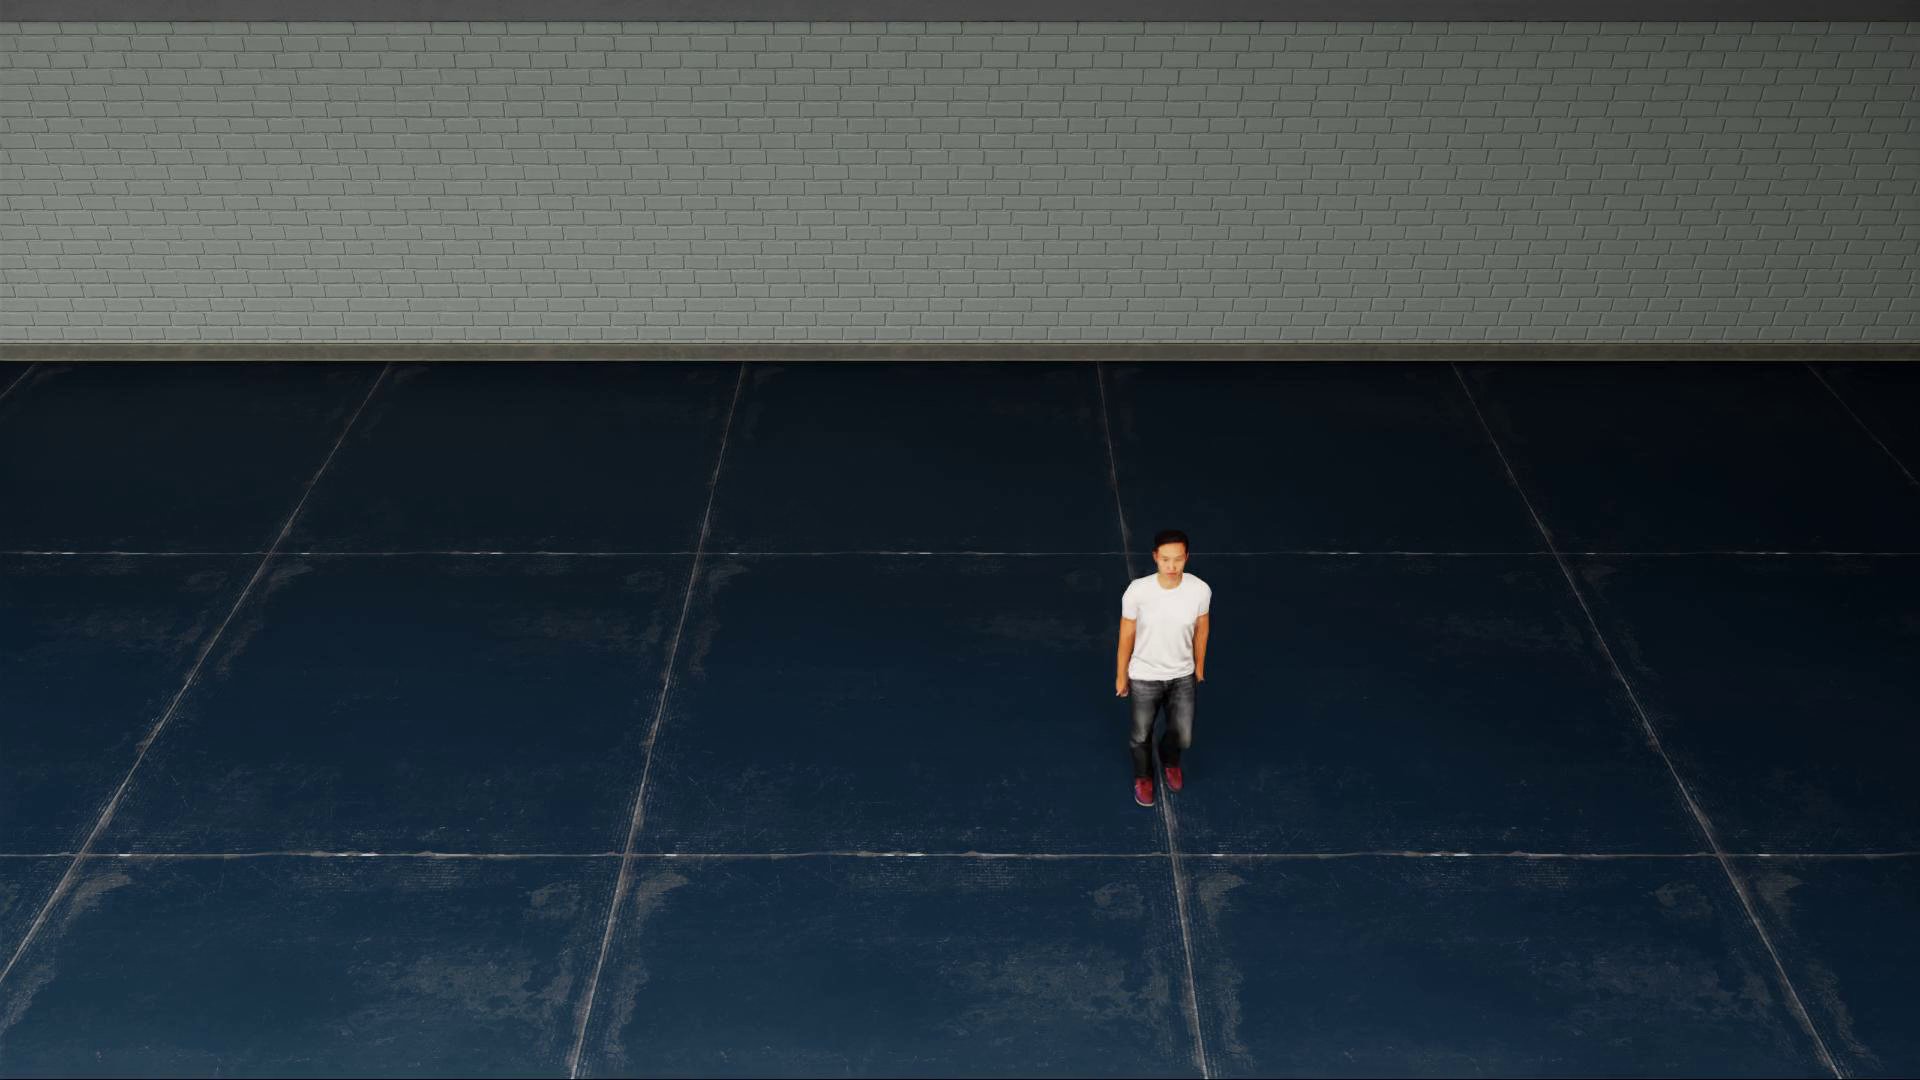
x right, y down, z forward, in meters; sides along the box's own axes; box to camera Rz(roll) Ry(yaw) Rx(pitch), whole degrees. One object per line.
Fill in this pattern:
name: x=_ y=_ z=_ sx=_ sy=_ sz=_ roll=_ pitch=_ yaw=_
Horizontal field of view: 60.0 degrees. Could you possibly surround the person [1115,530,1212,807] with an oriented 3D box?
person: x=1.096 y=0.664 z=9.110 sx=0.654 sy=1.793 sz=0.642 roll=-1 pitch=33 yaw=-1
